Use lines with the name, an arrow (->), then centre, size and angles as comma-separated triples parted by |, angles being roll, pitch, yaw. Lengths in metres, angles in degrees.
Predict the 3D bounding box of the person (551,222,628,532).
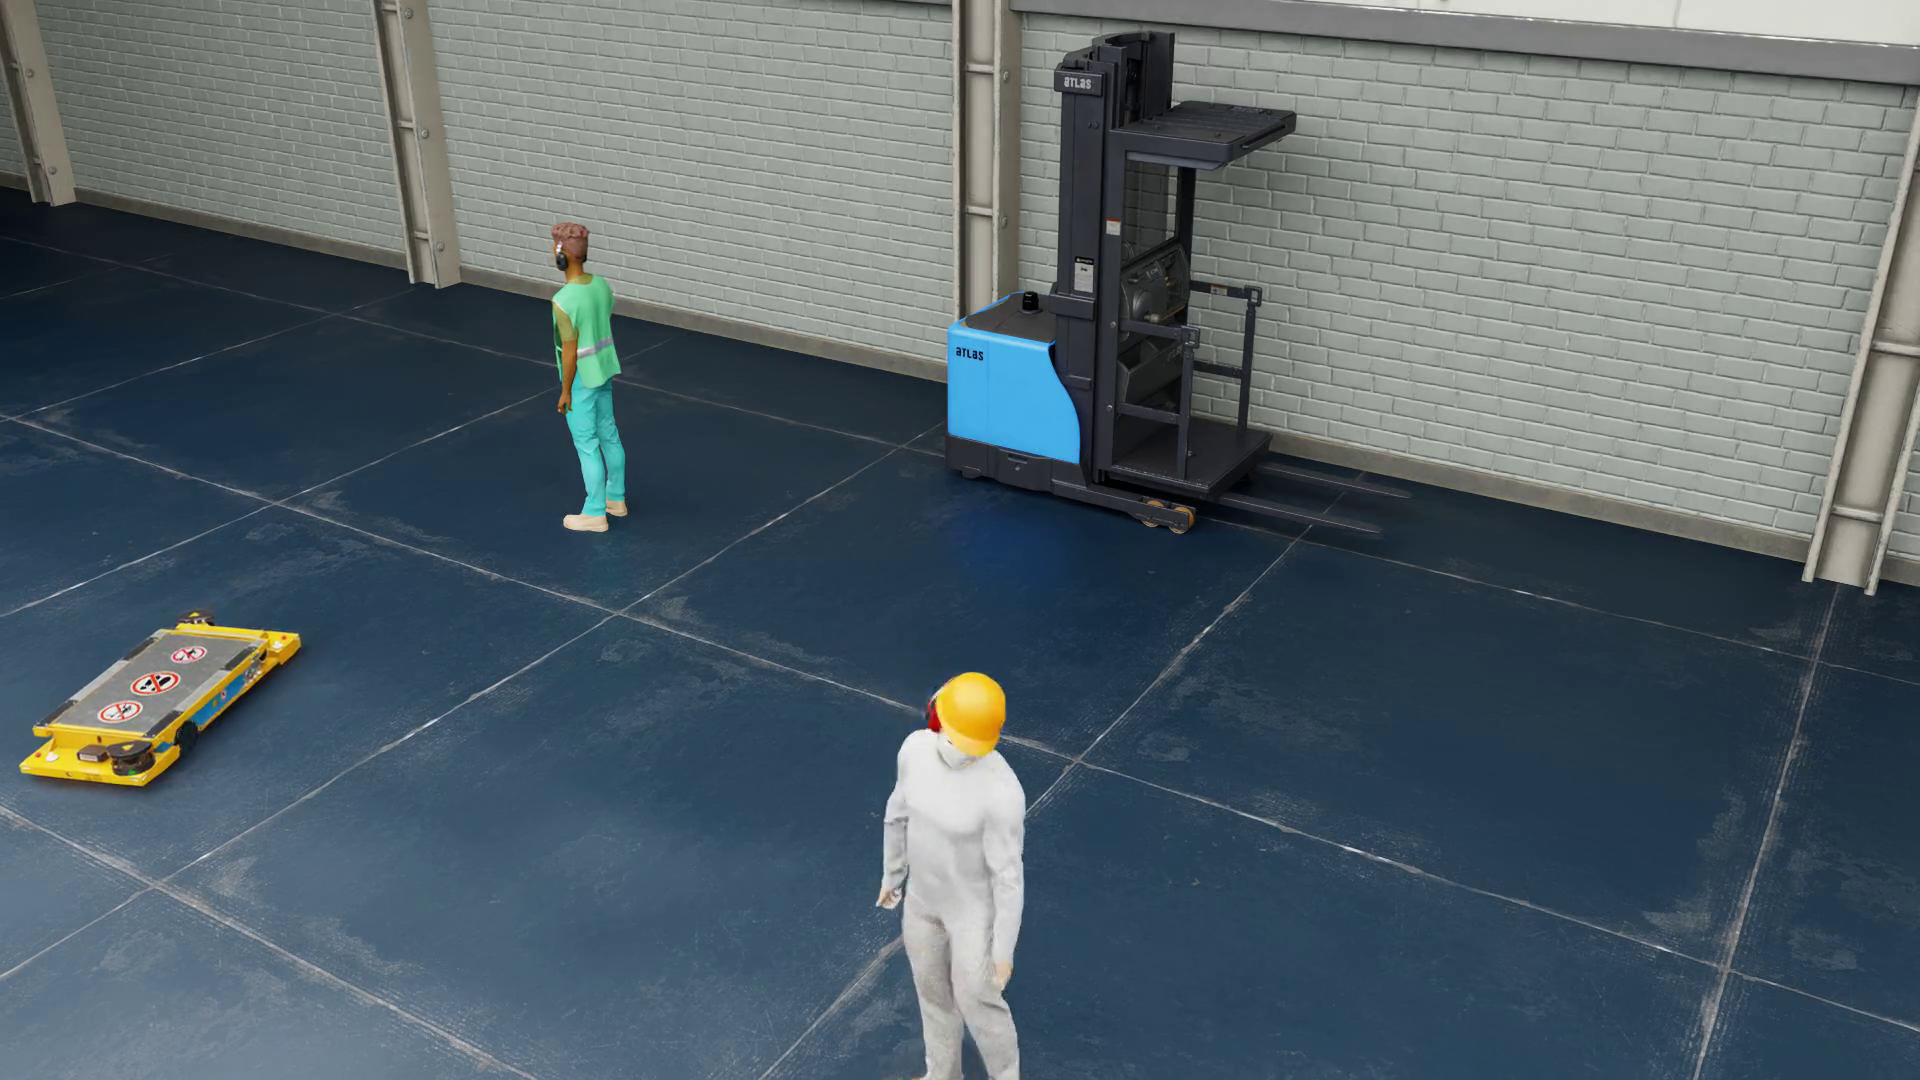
person -> -2.330, -1.006, 10.391 | 0.404, 1.978, 0.486 | 9, 27, 19

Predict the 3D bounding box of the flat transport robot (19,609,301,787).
flat transport robot -> -4.089, 0.791, 8.585 | 0.659, 0.231, 1.431 | 4, 26, 9

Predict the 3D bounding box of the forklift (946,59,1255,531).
forklift -> 0.933, -1.707, 10.833 | 1.873, 2.768, 1.129 | 15, 29, 28

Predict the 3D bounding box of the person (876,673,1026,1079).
person -> 0.002, 1.251, 5.752 | 0.630, 1.867, 0.385 | 23, 34, 40
